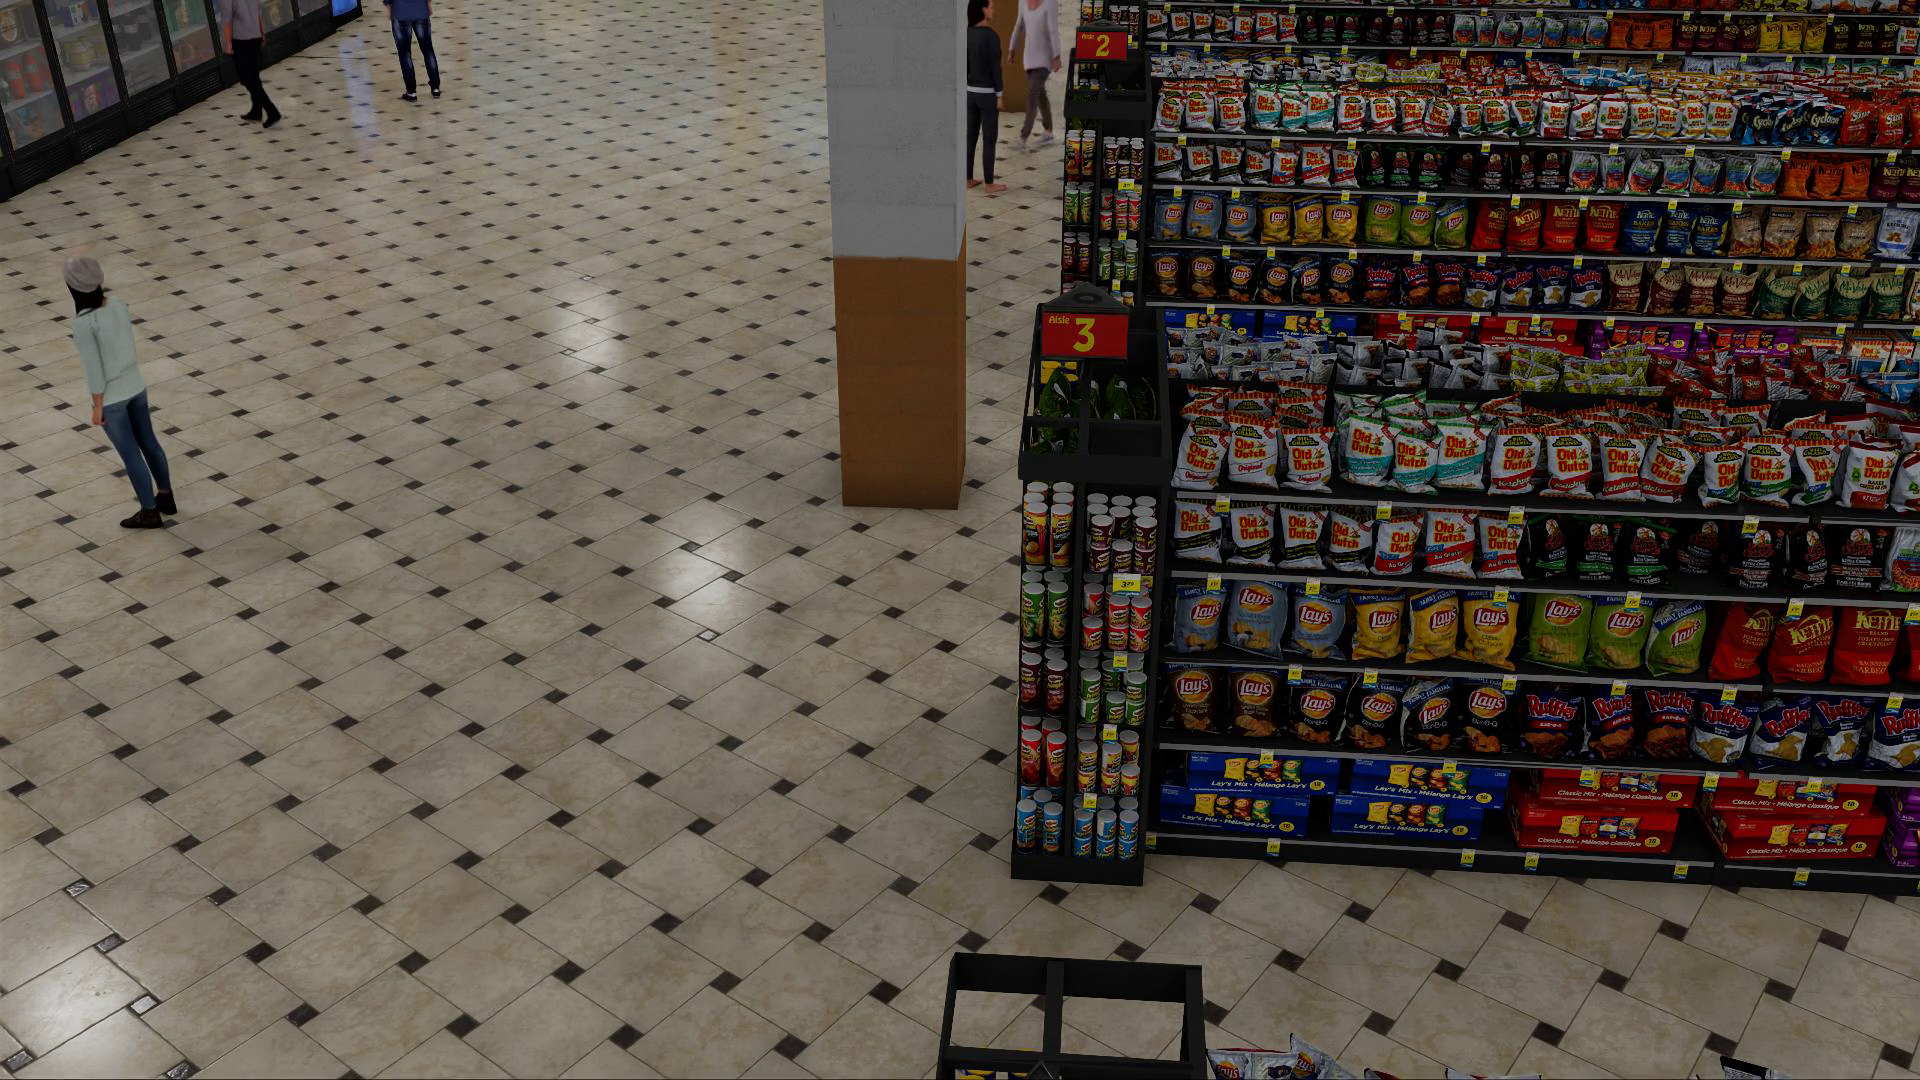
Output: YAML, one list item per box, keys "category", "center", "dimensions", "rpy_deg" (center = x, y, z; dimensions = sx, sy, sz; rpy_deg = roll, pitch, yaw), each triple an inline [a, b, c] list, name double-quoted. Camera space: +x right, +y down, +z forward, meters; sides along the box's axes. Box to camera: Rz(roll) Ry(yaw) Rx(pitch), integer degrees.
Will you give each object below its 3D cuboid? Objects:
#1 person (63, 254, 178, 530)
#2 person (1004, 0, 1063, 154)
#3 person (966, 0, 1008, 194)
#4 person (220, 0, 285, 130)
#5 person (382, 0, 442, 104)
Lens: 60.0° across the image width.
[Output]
- category: "person"
  center: [-4.772, -0.845, 9.433]
  dimensions: [0.525, 1.648, 0.585]
  rpy_deg: [5, 29, 10]
- category: "person"
  center: [0.837, -4.783, 16.478]
  dimensions: [1.121, 1.808, 1.047]
  rpy_deg: [-21, 35, -33]
- category: "person"
  center: [0.196, -4.095, 15.257]
  dimensions: [0.658, 1.771, 0.747]
  rpy_deg: [24, 36, 36]
- category: "person"
  center: [-7.348, -5.190, 17.199]
  dimensions: [0.997, 1.832, 0.811]
  rpy_deg: [9, 30, 16]
- category: "person"
  center: [-6.033, -5.757, 18.245]
  dimensions: [0.769, 1.826, 0.856]
  rpy_deg: [-18, 34, -30]
